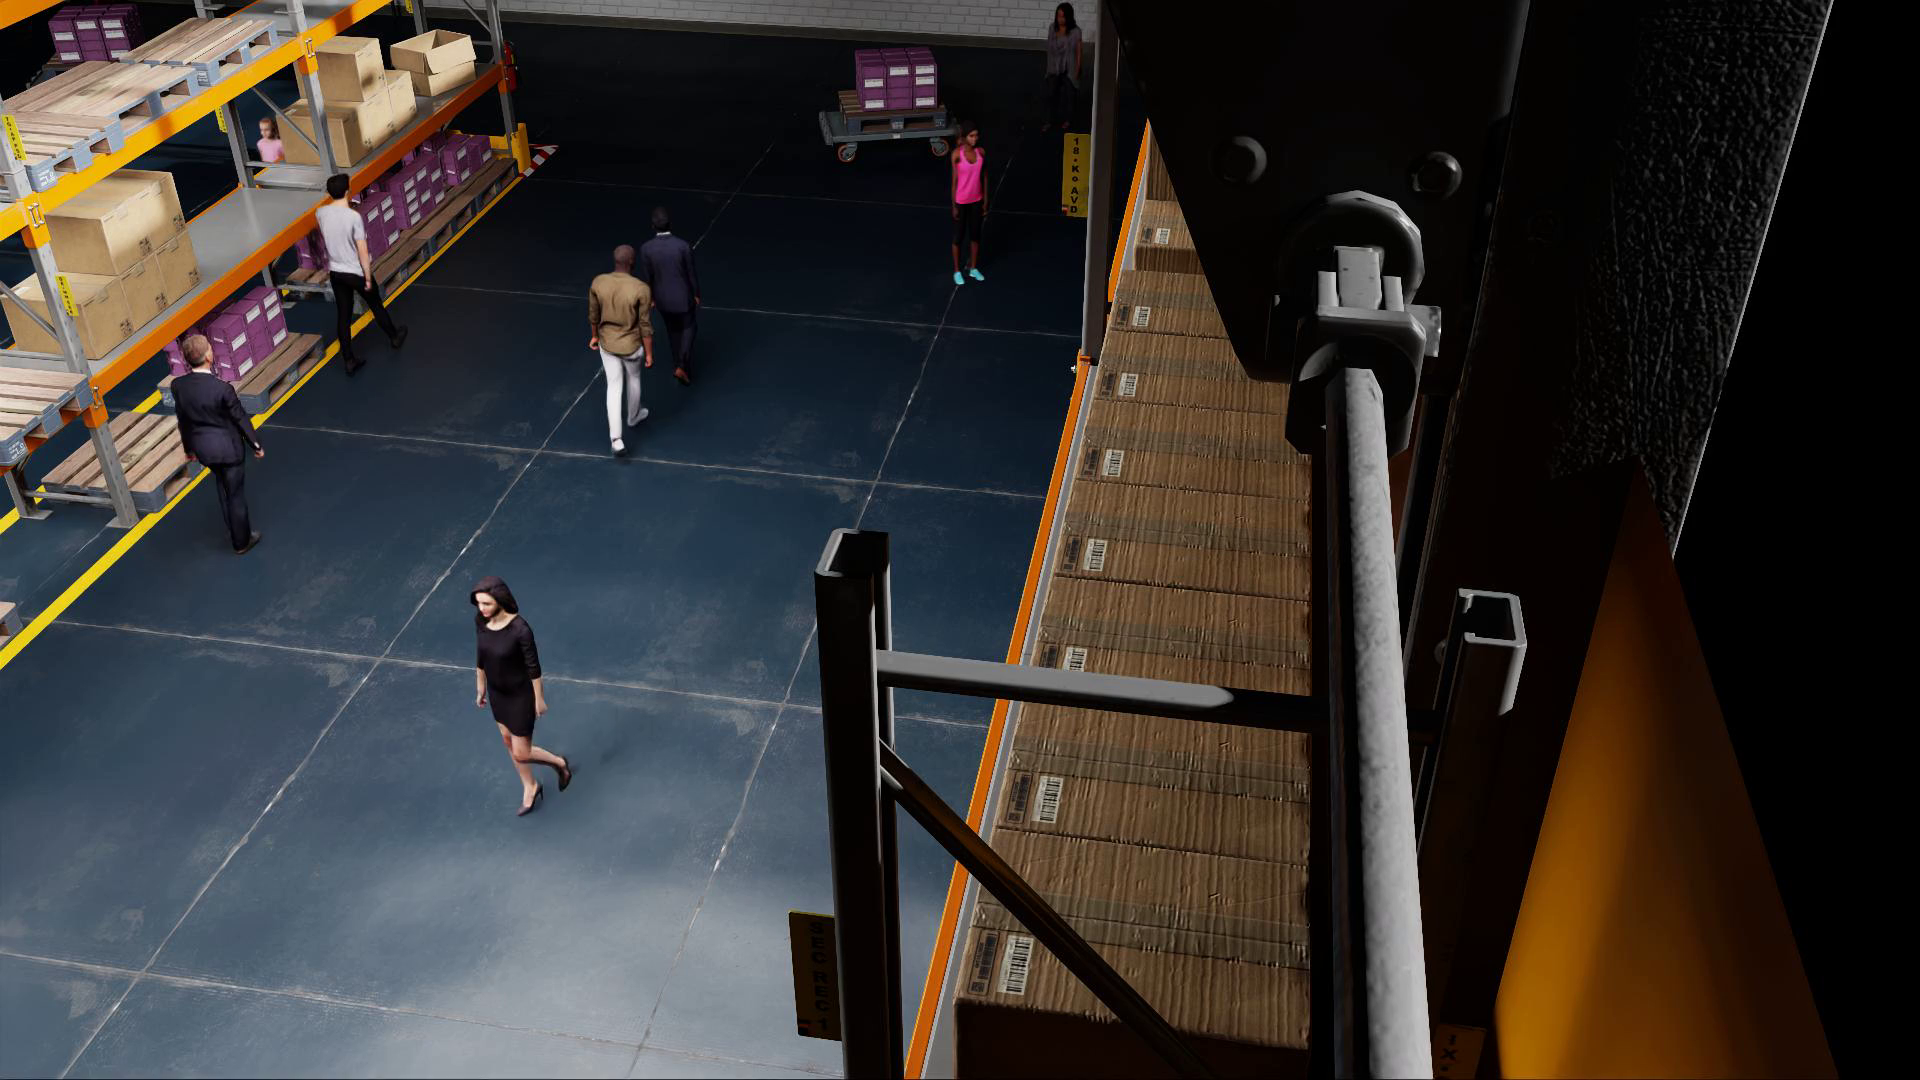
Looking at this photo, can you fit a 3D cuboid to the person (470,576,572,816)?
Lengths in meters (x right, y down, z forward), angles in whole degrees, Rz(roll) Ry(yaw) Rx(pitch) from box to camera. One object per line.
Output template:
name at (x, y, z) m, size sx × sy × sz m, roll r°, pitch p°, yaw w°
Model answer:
person at (-2.697, 0.937, 10.282) m, size 0.737 × 1.788 × 0.804 m, roll 20°, pitch 38°, yaw 27°

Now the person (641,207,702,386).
person at (-2.590, -2.126, 14.959) m, size 0.718 × 1.711 × 0.825 m, roll 1°, pitch 34°, yaw 1°

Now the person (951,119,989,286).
person at (0.072, -3.459, 16.953) m, size 0.660 × 1.725 × 0.702 m, roll -10°, pitch 35°, yaw -15°

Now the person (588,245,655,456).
person at (-2.875, -1.586, 14.070) m, size 0.825 × 1.797 × 1.126 m, roll 2°, pitch 34°, yaw 2°

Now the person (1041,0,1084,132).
person at (1.336, -5.942, 20.811) m, size 0.765 × 1.589 × 0.888 m, roll 15°, pitch 36°, yaw 21°

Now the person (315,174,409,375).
person at (-5.655, -2.392, 15.254) m, size 0.697 × 1.829 × 1.070 m, roll 7°, pitch 34°, yaw 10°

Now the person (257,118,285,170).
person at (-7.441, -4.009, 18.199) m, size 0.515 × 1.261 × 0.760 m, roll 3°, pitch 34°, yaw 5°

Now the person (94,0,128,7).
person at (-11.644, -7.347, 22.868) m, size 0.645 × 1.651 × 0.715 m, roll -23°, pitch 40°, yaw -31°

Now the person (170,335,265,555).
person at (-5.717, -0.689, 12.715) m, size 0.717 × 1.802 × 0.646 m, roll 5°, pitch 34°, yaw 8°
